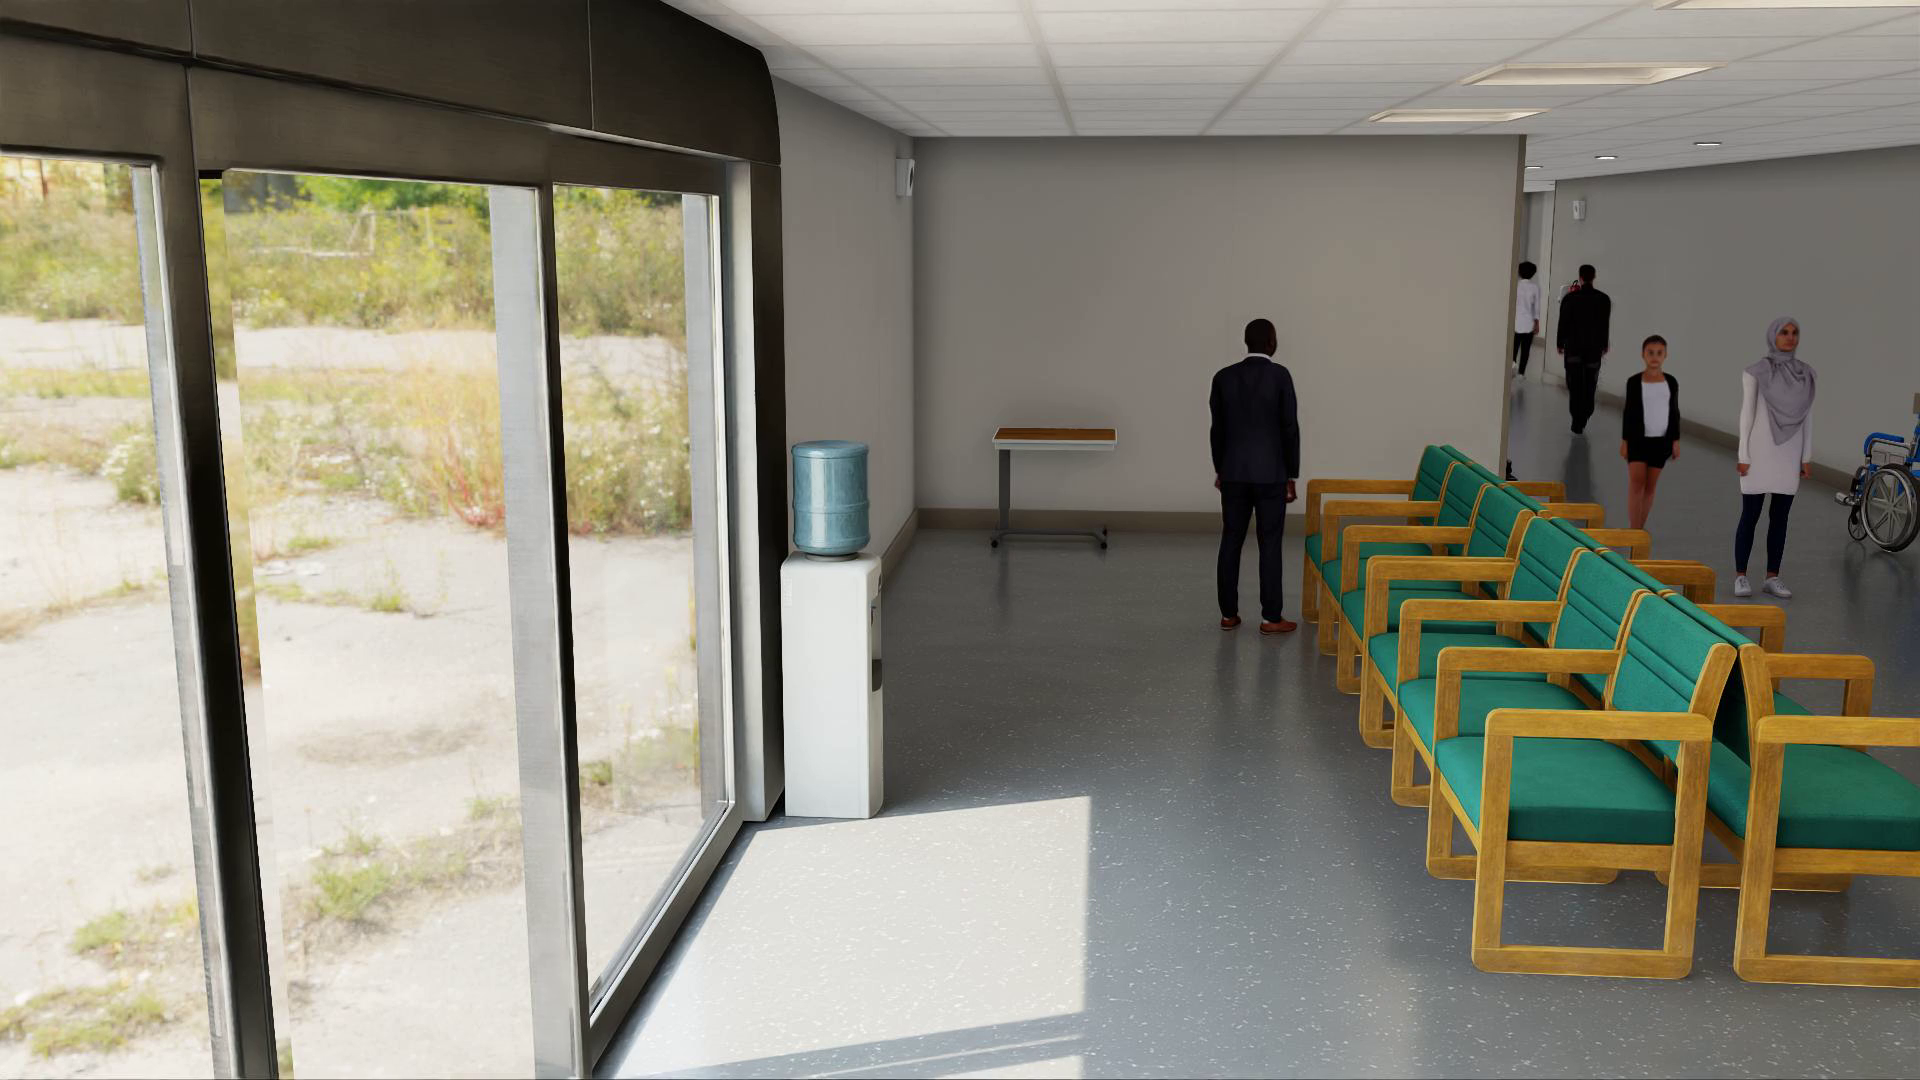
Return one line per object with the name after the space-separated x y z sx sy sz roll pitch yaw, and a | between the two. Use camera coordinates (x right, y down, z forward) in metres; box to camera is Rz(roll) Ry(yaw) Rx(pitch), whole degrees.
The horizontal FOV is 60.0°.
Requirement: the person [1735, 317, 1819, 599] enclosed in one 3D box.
5.155 -0.523 10.557 0.449 1.775 0.662 1 11 4 | person

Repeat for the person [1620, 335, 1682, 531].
5.099 -0.739 12.333 0.772 1.537 0.627 2 11 8 | person

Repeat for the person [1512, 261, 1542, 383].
8.444 -3.267 24.954 0.884 1.797 0.867 5 12 25 | person

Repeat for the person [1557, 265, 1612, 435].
7.024 -2.114 18.682 1.057 1.870 0.829 2 11 11 | person

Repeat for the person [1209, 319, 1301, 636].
1.706 -0.369 9.614 0.717 1.824 0.846 7 13 32 | person
